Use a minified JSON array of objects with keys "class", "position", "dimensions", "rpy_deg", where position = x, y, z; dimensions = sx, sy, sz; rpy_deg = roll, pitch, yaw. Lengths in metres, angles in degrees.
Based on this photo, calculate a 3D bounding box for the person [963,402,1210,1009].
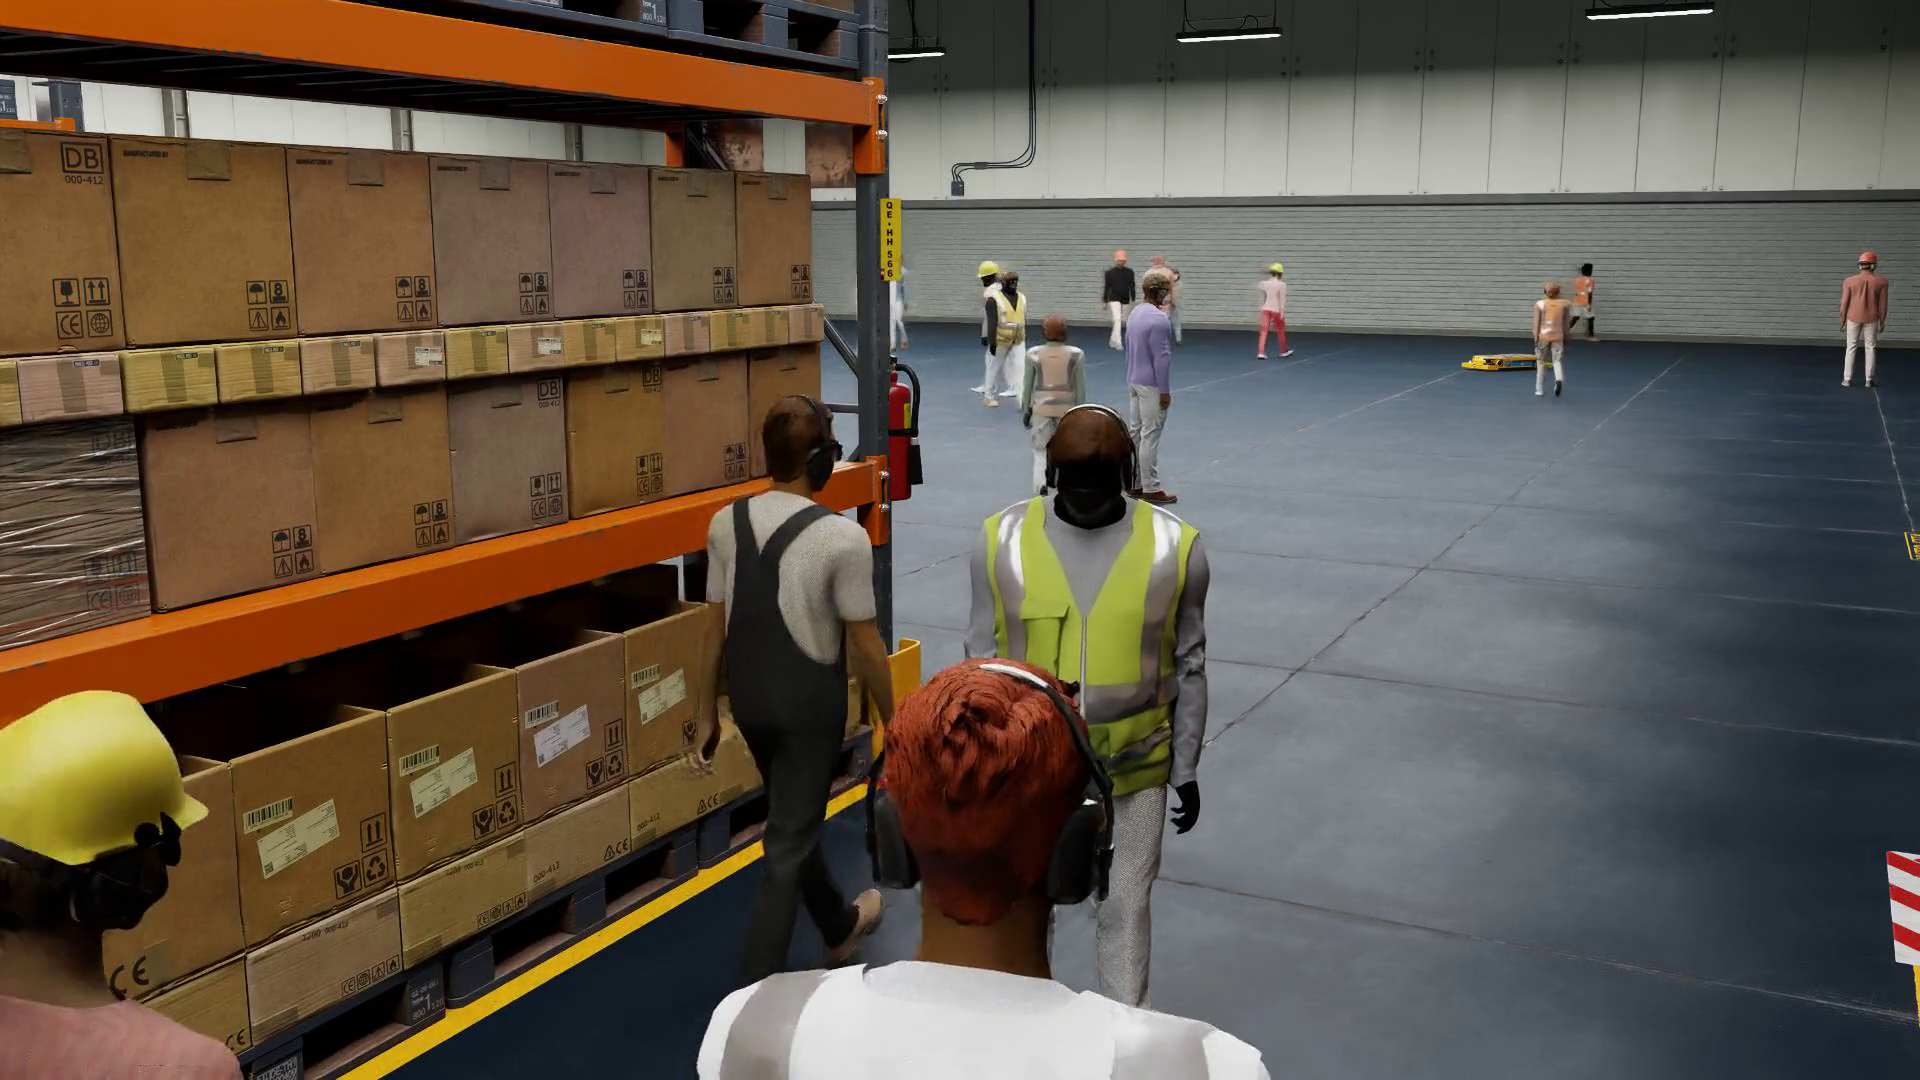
[{"class":"person","position":[0.310,0.571,4.191],"dimensions":[0.621,1.838,0.429],"rpy_deg":[1,10,5]}]

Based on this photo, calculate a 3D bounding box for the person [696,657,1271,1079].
[{"class":"person","position":[0.075,1.019,1.736],"dimensions":[0.599,1.841,0.951],"rpy_deg":[5,11,23]}]

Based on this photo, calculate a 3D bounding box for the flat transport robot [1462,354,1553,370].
[{"class":"flat transport robot","position":[9.199,-2.991,27.881],"dimensions":[1.431,0.197,0.652],"rpy_deg":[-5,11,-23]}]

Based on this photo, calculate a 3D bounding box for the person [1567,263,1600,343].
[{"class":"person","position":[12.999,-4.943,34.744],"dimensions":[0.859,1.662,0.536],"rpy_deg":[-4,11,-20]}]

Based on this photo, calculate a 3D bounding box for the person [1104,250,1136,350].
[{"class":"person","position":[3.138,-4.764,32.980],"dimensions":[0.610,1.968,0.925],"rpy_deg":[-3,11,-18]}]

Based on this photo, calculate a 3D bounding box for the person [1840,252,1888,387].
[{"class":"person","position":[13.420,-3.274,24.730],"dimensions":[0.612,1.991,0.392],"rpy_deg":[5,12,26]}]

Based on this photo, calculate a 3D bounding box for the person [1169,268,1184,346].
[{"class":"person","position":[4.338,-4.774,33.985],"dimensions":[0.507,1.592,0.740],"rpy_deg":[-3,11,-17]}]

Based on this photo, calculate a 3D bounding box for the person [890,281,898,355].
[{"class":"person","position":[-1.302,-3.616,26.881],"dimensions":[0.650,1.888,0.662],"rpy_deg":[-9,13,-39]}]

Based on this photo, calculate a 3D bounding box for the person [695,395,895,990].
[{"class":"person","position":[-0.404,0.489,4.726],"dimensions":[0.552,1.796,0.931],"rpy_deg":[6,12,31]}]

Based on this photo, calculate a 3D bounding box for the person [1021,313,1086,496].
[{"class":"person","position":[0.755,-1.012,13.424],"dimensions":[0.520,1.616,0.631],"rpy_deg":[1,10,4]}]

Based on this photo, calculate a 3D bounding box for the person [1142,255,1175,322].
[{"class":"person","position":[3.902,-4.667,32.694],"dimensions":[0.674,1.863,0.882],"rpy_deg":[1,10,4]}]

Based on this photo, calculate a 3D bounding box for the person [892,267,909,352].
[{"class":"person","position":[-1.283,-4.540,31.814],"dimensions":[0.626,1.927,0.427],"rpy_deg":[7,12,33]}]

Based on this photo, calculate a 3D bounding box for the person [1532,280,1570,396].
[{"class":"person","position":[8.203,-2.781,23.057],"dimensions":[0.518,1.618,0.583],"rpy_deg":[1,10,7]}]

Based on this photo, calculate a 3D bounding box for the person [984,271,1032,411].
[{"class":"person","position":[0.594,-2.564,21.437],"dimensions":[0.631,1.802,0.979],"rpy_deg":[-6,12,-30]}]

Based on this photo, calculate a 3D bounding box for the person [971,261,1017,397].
[{"class":"person","position":[0.463,-2.920,23.106],"dimensions":[0.804,1.874,0.615],"rpy_deg":[3,11,18]}]

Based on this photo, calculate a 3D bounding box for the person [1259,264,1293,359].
[{"class":"person","position":[5.715,-4.139,30.180],"dimensions":[0.536,1.717,0.911],"rpy_deg":[9,14,42]}]

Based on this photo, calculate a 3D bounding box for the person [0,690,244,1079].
[{"class":"person","position":[-1.026,1.036,1.908],"dimensions":[0.529,1.742,0.706],"rpy_deg":[3,11,15]}]

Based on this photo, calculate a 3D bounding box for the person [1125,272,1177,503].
[{"class":"person","position":[1.596,-1.279,14.010],"dimensions":[0.375,1.936,0.627],"rpy_deg":[-3,11,-18]}]
